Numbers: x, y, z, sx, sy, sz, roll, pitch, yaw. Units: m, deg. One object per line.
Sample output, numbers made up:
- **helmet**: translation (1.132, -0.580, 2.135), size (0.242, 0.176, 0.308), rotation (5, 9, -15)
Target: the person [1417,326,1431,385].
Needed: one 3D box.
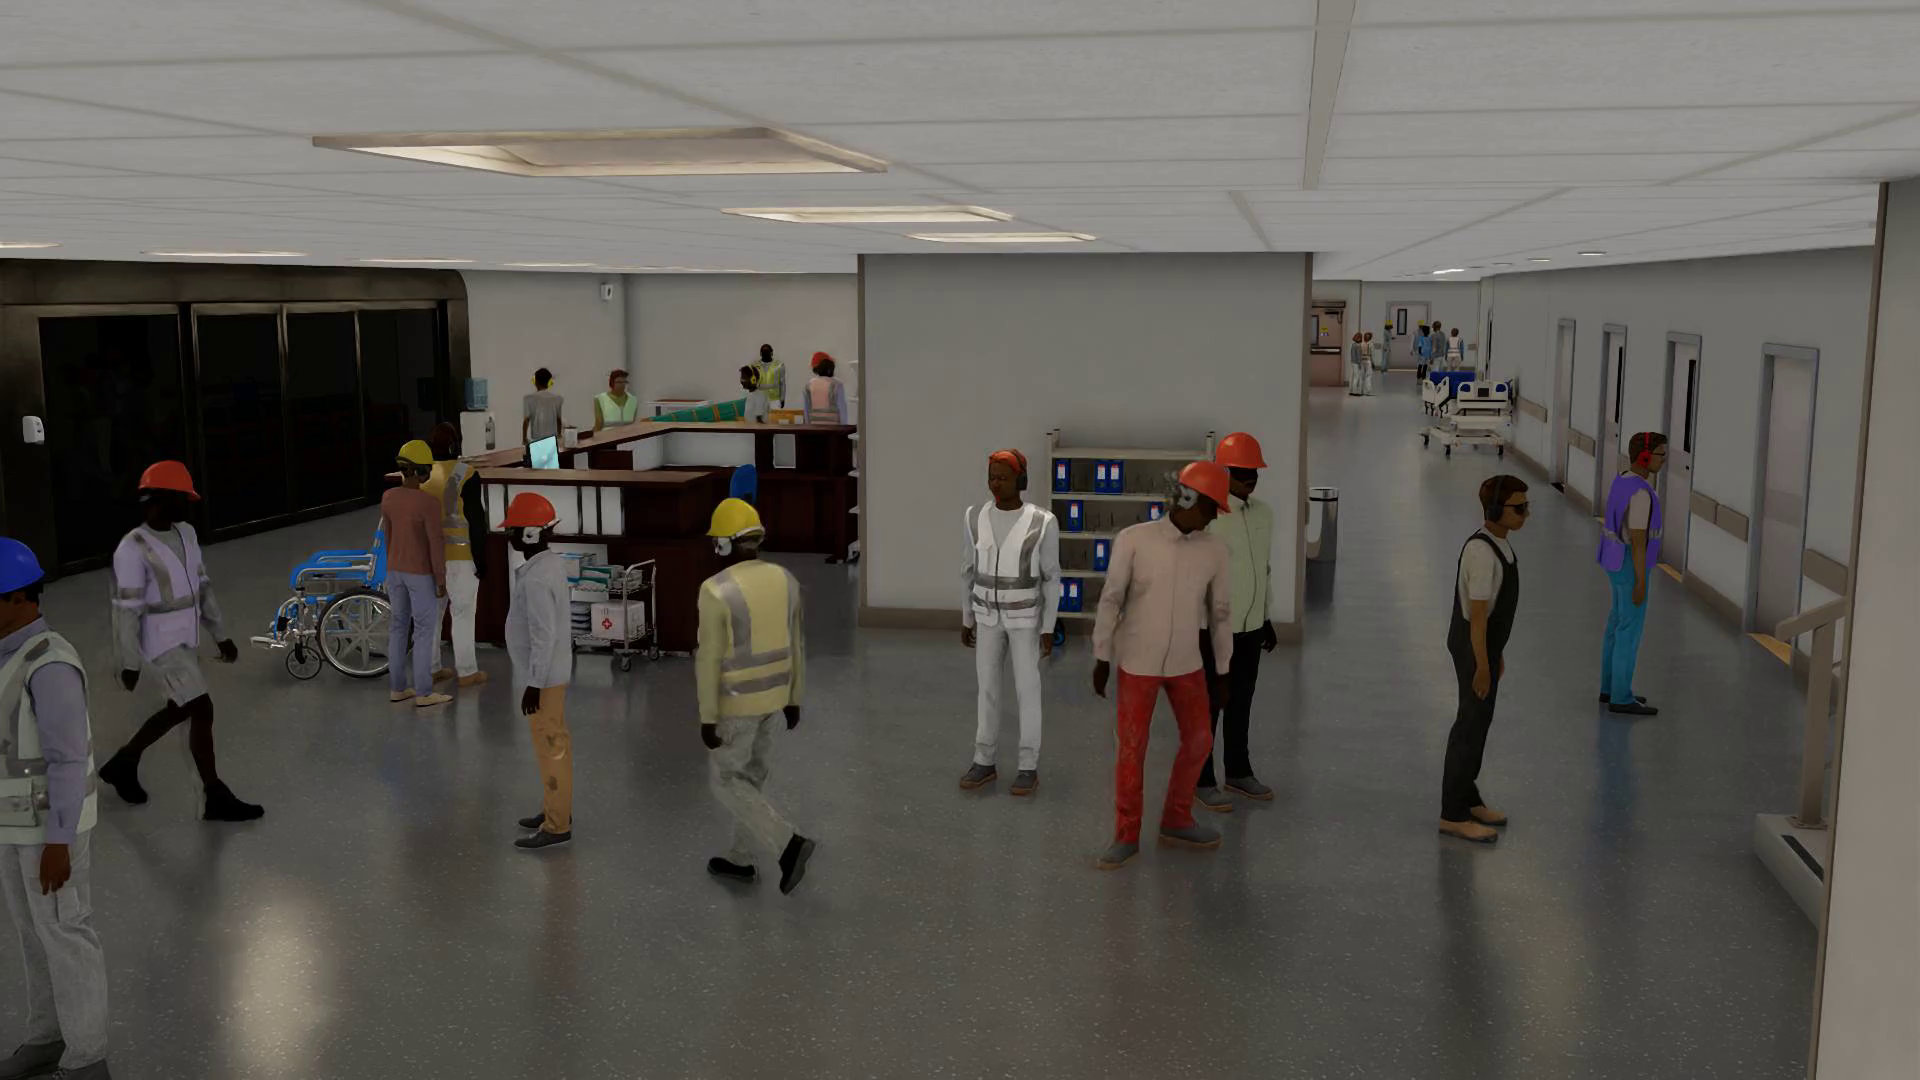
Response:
- **person**: translation (13.372, -5.312, 47.864), size (0.530, 1.697, 0.321), rotation (-6, 11, -35)

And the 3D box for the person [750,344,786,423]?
- **person**: translation (-3.236, -2.373, 27.932), size (0.630, 1.836, 0.430), rotation (0, 9, 3)

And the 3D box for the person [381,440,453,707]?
- **person**: translation (-3.586, 0.217, 10.989), size (0.518, 1.756, 0.342), rotation (4, 10, 27)

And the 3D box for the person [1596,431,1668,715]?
- **person**: translation (4.341, 0.211, 10.775), size (0.392, 1.837, 0.560), rotation (1, 9, 10)

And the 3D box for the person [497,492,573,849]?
- **person**: translation (-2.084, 0.635, 8.206), size (0.327, 1.753, 0.561), rotation (-1, 9, -8)

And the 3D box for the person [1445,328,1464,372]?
- **person**: translation (14.175, -5.258, 47.704), size (0.521, 1.640, 0.310), rotation (4, 10, 26)

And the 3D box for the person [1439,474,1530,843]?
- **person**: translation (2.627, 0.581, 8.315), size (0.359, 1.839, 0.508), rotation (4, 10, 27)

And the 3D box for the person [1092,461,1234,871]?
- **person**: translation (0.962, 0.594, 7.874), size (0.710, 1.944, 0.400), rotation (-2, 9, -14)

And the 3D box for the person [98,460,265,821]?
- **person**: translation (-4.128, 0.514, 8.644), size (0.954, 1.866, 0.531), rotation (1, 9, 4)

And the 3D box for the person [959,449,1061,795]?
- **person**: translation (0.262, 0.444, 9.061), size (0.575, 1.882, 0.360), rotation (4, 10, 27)

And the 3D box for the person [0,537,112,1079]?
- **person**: translation (-3.112, 0.941, 5.577), size (0.602, 1.938, 0.400), rotation (8, 12, 43)

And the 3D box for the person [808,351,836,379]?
- **person**: translation (-1.817, -1.559, 22.236), size (0.405, 1.914, 0.554), rotation (1, 9, 7)

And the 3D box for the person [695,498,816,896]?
- **person**: translation (-0.901, 0.718, 7.496), size (0.696, 1.804, 0.617), rotation (7, 11, 37)

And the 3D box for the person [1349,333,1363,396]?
- **person**: translation (10.181, -4.501, 42.691), size (0.268, 1.632, 0.507), rotation (-1, 9, -8)

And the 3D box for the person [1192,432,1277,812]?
- **person**: translation (1.446, 0.423, 8.824), size (0.612, 1.995, 0.376), rotation (-7, 11, -38)

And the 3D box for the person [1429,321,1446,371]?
- **person**: translation (12.313, -4.692, 42.958), size (0.376, 1.940, 0.629), rotation (7, 11, 40)

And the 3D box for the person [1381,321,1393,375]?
- **person**: translation (13.728, -6.165, 53.374), size (0.312, 1.744, 0.487), rotation (5, 10, 31)

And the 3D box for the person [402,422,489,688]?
- **person**: translation (-3.528, 0.106, 11.491), size (0.618, 1.836, 0.431), rotation (4, 9, 23)

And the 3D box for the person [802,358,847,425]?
- **person**: translation (-1.746, -1.464, 21.879), size (0.619, 1.838, 0.430), rotation (4, 9, 23)

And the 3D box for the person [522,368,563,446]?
- **person**: translation (-4.977, -1.138, 19.853), size (0.533, 1.810, 0.920), rotation (-4, 10, -27)

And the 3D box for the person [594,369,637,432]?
- **person**: translation (-4.113, -1.125, 19.754), size (0.612, 1.818, 0.778), rotation (-7, 11, -39)

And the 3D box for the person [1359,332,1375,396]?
- **person**: translation (10.513, -4.543, 42.937), size (0.306, 1.645, 0.522), rotation (-5, 10, -29)

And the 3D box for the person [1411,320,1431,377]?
- **person**: translation (14.321, -5.936, 51.691), size (0.591, 1.803, 0.815), rotation (0, 9, 1)
